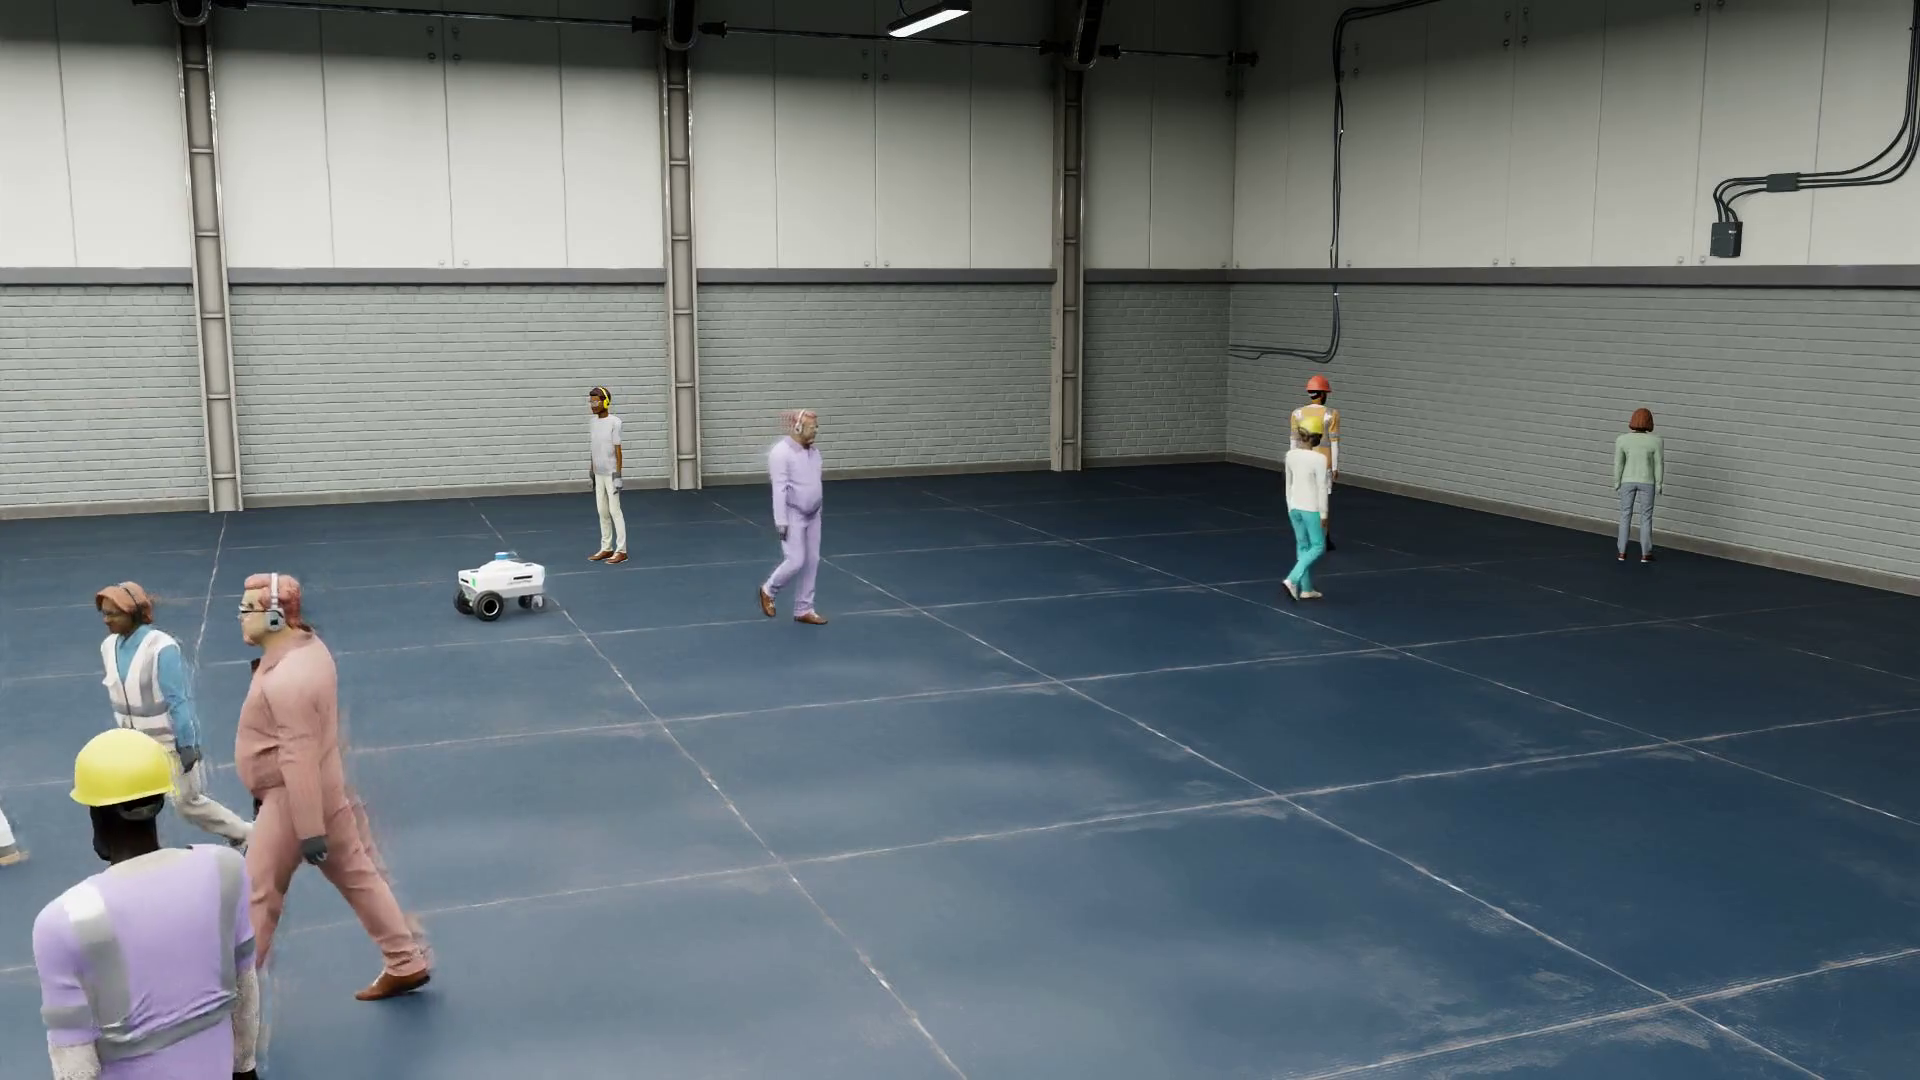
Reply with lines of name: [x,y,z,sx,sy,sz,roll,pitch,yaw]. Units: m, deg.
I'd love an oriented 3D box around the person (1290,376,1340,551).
person: [3.913,-0.840,18.327,0.545,1.933,0.376,5,10,27]

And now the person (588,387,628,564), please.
person: [-3.740,-0.681,17.566,0.516,1.865,0.312,7,12,38]

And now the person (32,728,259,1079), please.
person: [-2.038,1.416,4.311,0.932,1.892,0.600,6,11,33]

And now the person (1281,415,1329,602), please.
person: [3.190,-0.279,15.381,0.577,1.758,0.533,-6,11,-33]

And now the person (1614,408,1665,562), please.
person: [7.197,-0.582,17.644,0.497,1.633,0.283,6,11,33]

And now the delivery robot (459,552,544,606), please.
delivery robot: [-4.085,0.355,14.846,0.707,0.478,0.477,-8,12,-39]

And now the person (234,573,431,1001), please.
person: [-2.688,1.044,6.745,1.010,1.864,0.634,-2,9,-11]

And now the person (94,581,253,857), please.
person: [-3.836,0.956,8.092,0.525,1.602,0.748,4,10,22]

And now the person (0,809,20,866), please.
person: [-5.250,0.823,8.214,1.009,1.824,0.588,-6,11,-32]

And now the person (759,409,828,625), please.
person: [-1.433,-0.199,14.449,0.536,1.882,0.658,6,11,33]
